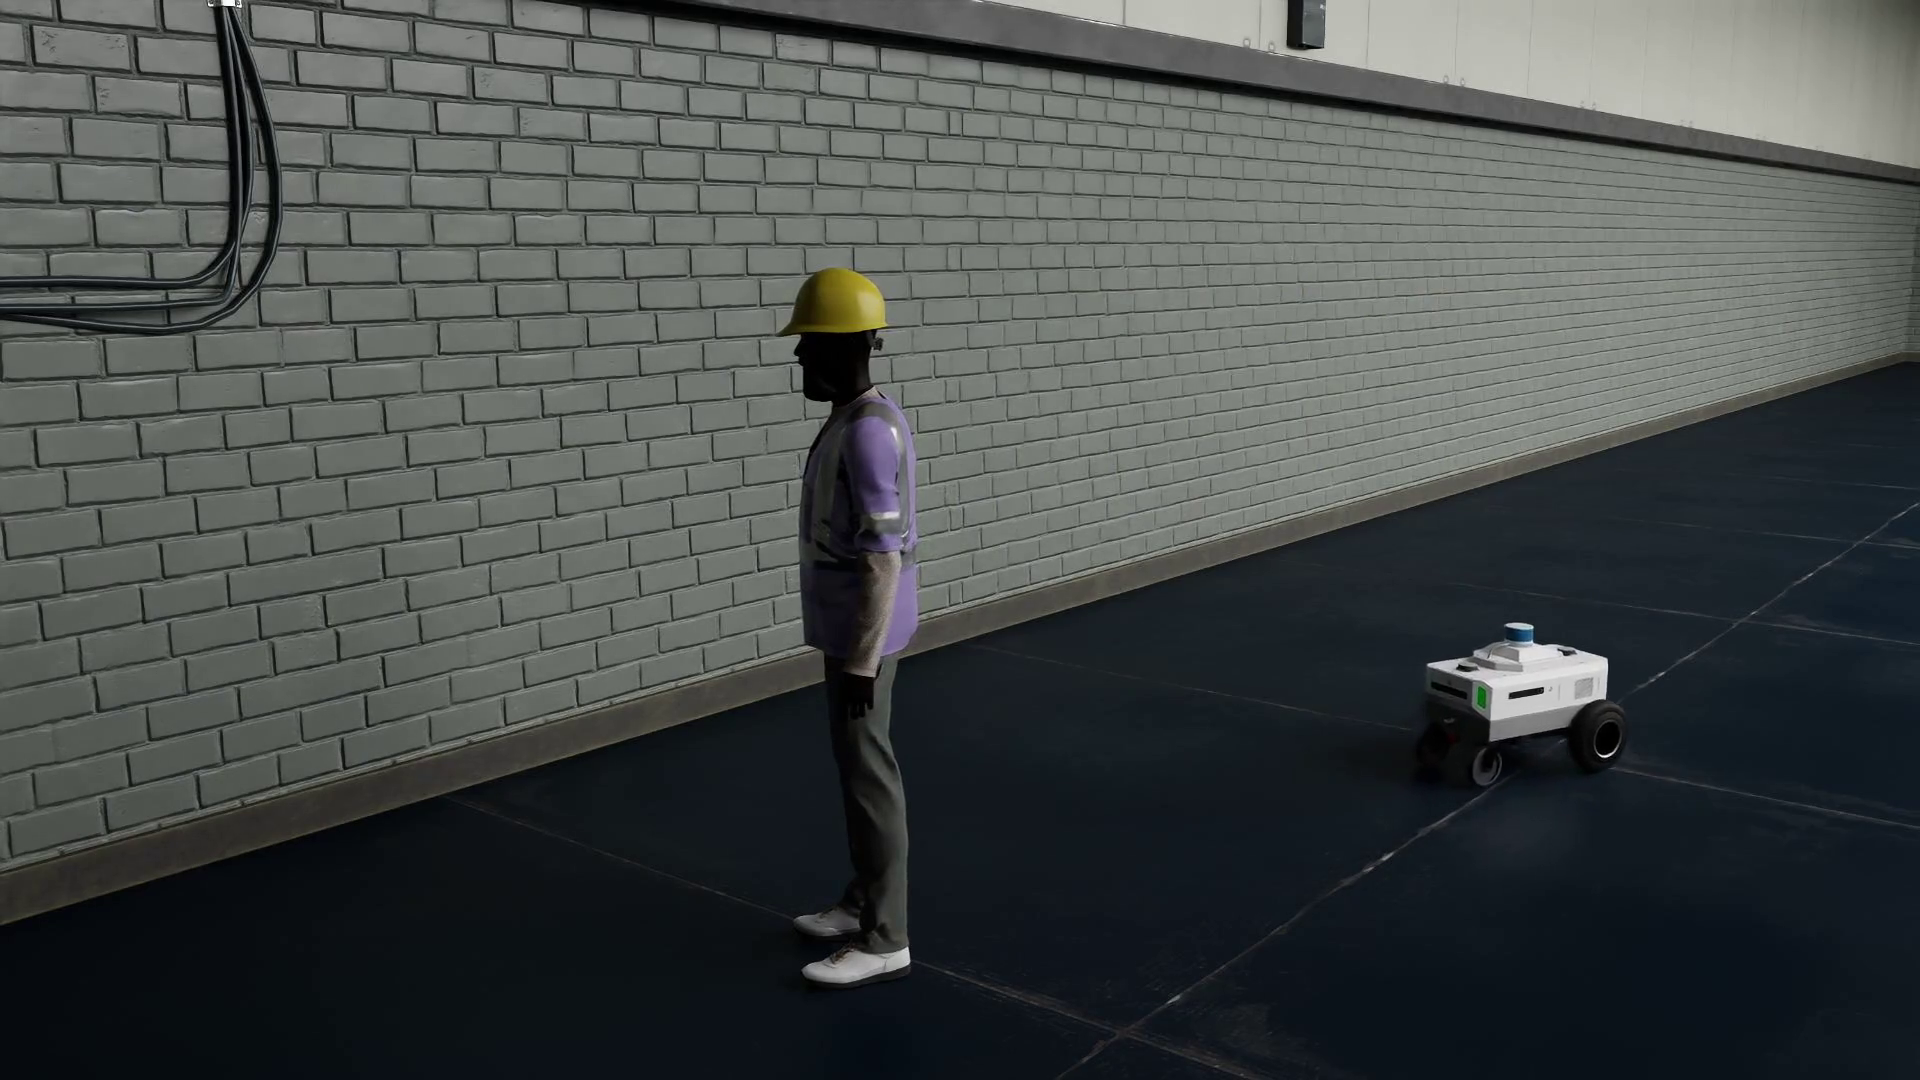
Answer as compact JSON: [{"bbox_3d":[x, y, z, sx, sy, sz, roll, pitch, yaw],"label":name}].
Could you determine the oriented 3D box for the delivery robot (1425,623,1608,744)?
[{"bbox_3d":[2.132,0.561,6.377,0.707,0.478,0.477,-5,12,-27],"label":"delivery robot"}]

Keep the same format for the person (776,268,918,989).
[{"bbox_3d":[-0.301,0.236,4.515,0.368,1.925,0.594,-2,10,-8],"label":"person"}]
